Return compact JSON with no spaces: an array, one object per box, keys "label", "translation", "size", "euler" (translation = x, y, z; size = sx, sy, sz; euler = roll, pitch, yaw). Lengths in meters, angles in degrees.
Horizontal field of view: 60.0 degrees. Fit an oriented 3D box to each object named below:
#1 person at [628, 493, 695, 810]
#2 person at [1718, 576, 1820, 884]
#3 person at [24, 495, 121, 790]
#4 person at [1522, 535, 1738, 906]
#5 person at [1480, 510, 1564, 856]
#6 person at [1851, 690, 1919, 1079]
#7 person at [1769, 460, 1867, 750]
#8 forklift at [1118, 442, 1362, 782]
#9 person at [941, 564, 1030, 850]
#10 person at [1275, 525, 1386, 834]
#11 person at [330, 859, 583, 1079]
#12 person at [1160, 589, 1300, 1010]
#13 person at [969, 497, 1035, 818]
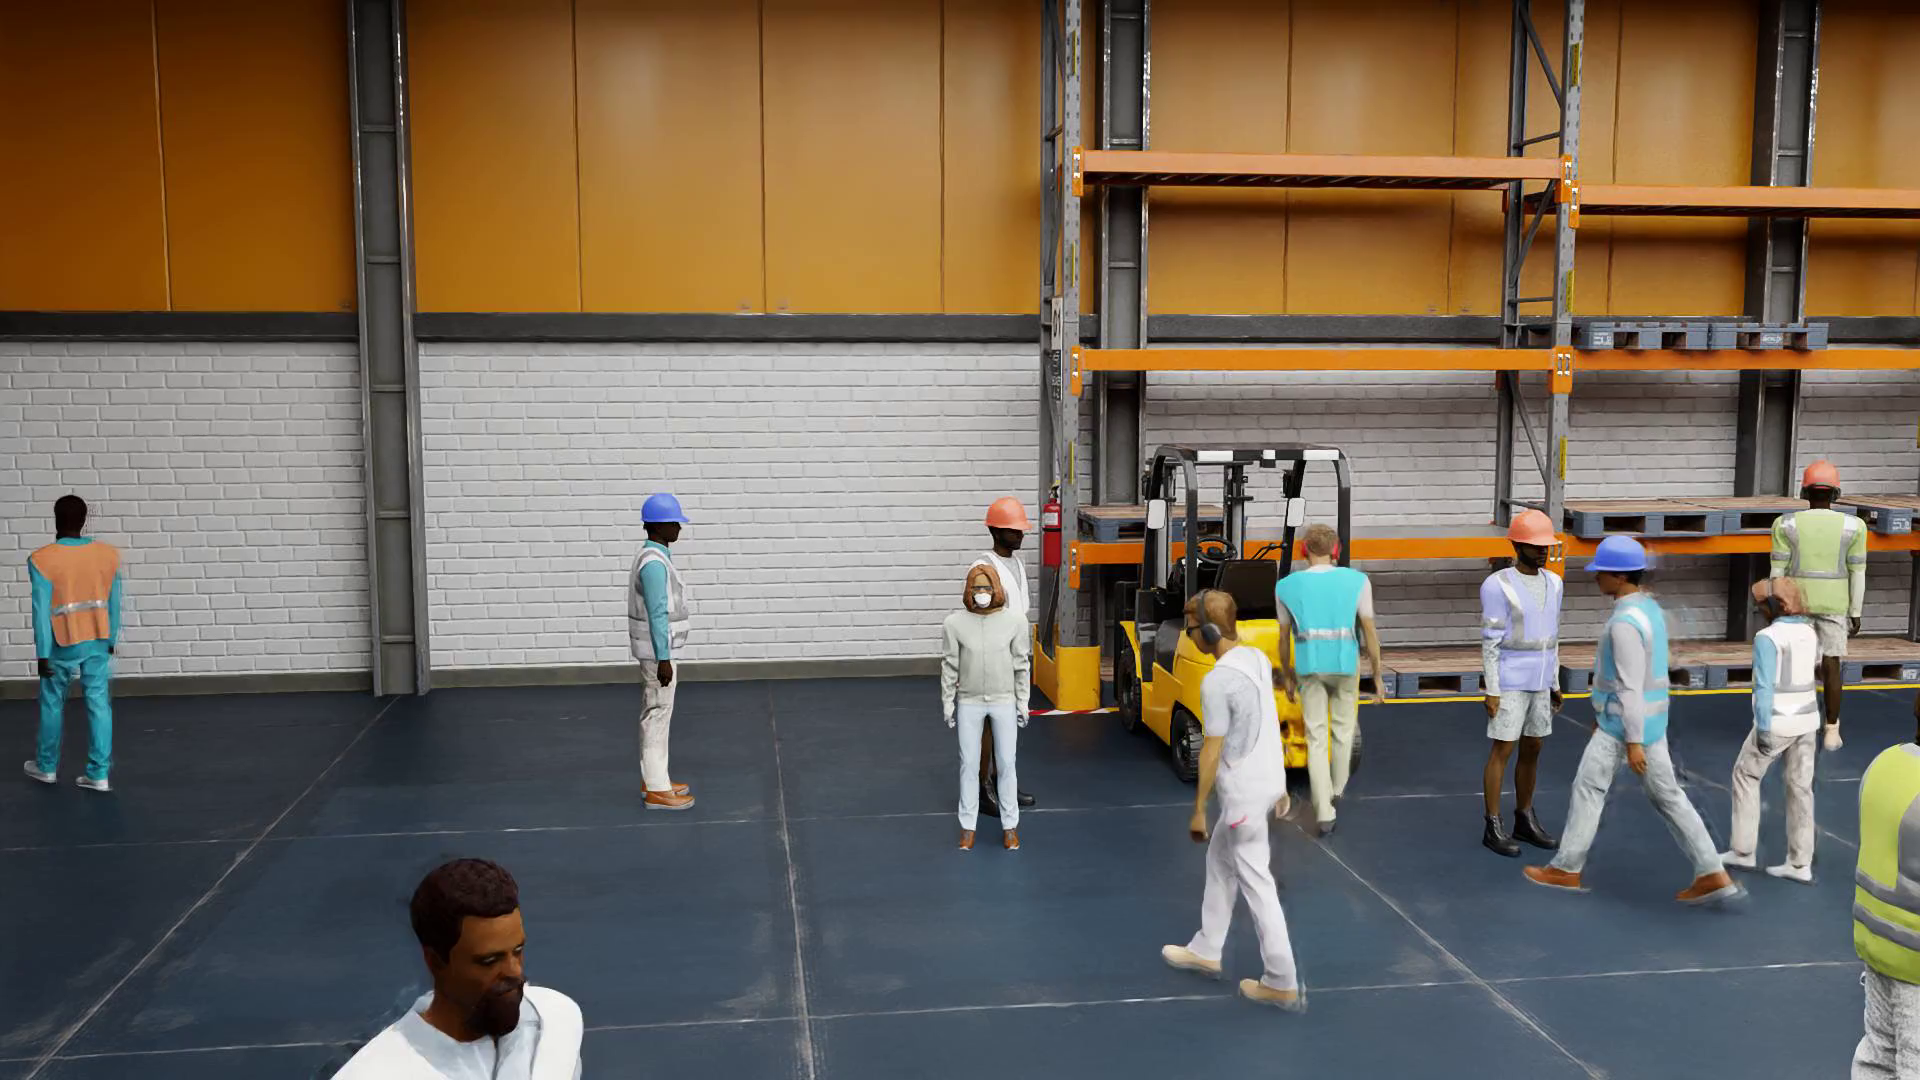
[{"label":"person","translation":[-1.852,0.678,10.283],"size":[0.388,1.947,0.614],"euler":[-2,7,-13]},{"label":"person","translation":[4.335,0.995,8.906],"size":[0.528,1.618,0.610],"euler":[-4,7,-30]},{"label":"person","translation":[-5.793,0.652,10.786],"size":[0.881,1.878,0.601],"euler":[5,8,36]},{"label":"person","translation":[3.458,0.916,8.451],"size":[1.016,1.902,0.613],"euler":[5,8,37]},{"label":"person","translation":[3.172,0.792,9.331],"size":[0.551,1.937,0.357],"euler":[-3,7,-26]},{"label":"person","translation":[3.028,1.321,5.186],"size":[0.431,1.835,0.623],"euler":[1,7,6]},{"label":"person","translation":[6.040,0.462,11.751],"size":[0.607,2.048,0.366],"euler":[3,7,23]},{"label":"forklift","translation":[1.912,0.418,11.496],"size":[1.214,2.155,2.313],"euler":[-1,7,-8]},{"label":"person","translation":[0.144,0.939,9.401],"size":[0.504,1.627,0.290],"euler":[0,7,2]},{"label":"person","translation":[2.208,0.803,9.959],"size":[0.651,1.767,0.985],"euler":[1,7,8]},{"label":"person","translation":[-0.983,1.516,3.258],"size":[0.966,1.883,0.602],"euler":[4,7,29]},{"label":"person","translation":[1.140,1.105,7.229],"size":[0.839,1.790,0.576],"euler":[4,8,32]},{"label":"person","translation":[0.278,0.701,10.127],"size":[0.362,1.935,0.553],"euler":[4,7,28]}]
